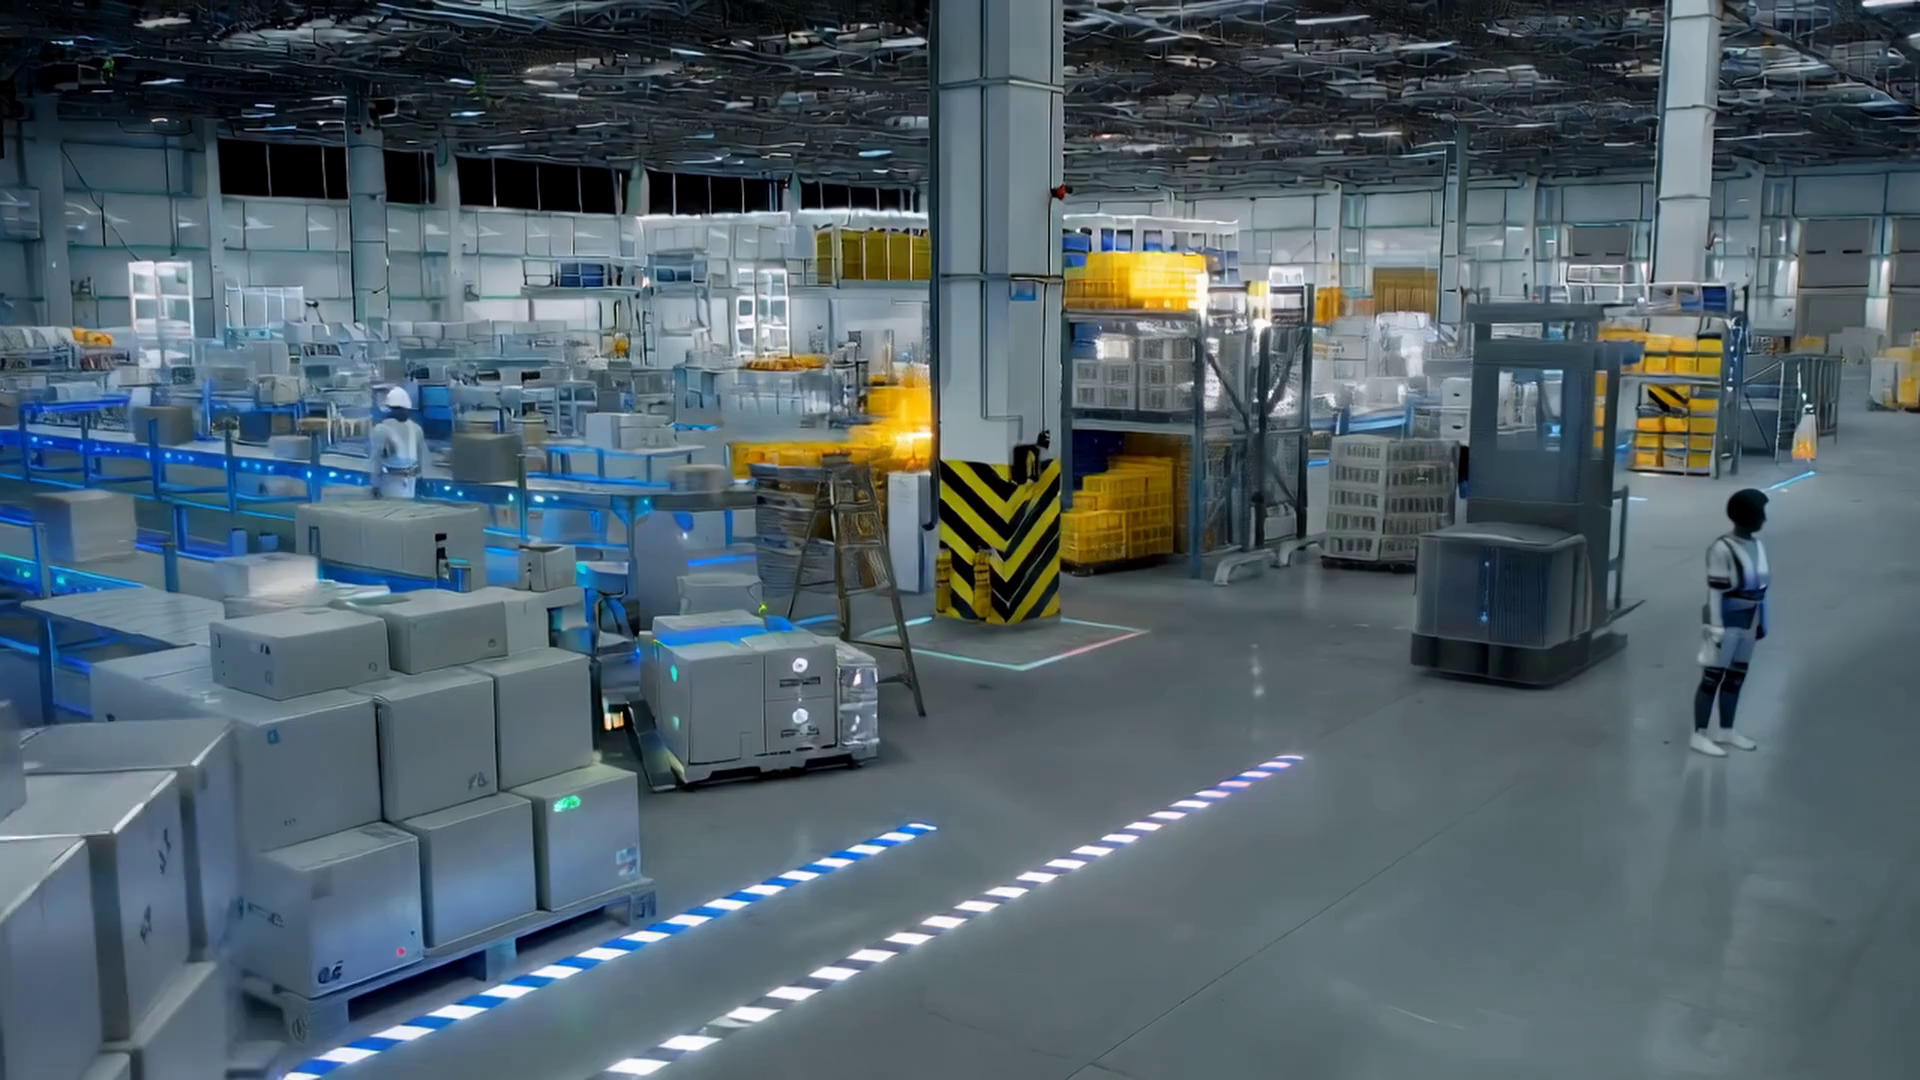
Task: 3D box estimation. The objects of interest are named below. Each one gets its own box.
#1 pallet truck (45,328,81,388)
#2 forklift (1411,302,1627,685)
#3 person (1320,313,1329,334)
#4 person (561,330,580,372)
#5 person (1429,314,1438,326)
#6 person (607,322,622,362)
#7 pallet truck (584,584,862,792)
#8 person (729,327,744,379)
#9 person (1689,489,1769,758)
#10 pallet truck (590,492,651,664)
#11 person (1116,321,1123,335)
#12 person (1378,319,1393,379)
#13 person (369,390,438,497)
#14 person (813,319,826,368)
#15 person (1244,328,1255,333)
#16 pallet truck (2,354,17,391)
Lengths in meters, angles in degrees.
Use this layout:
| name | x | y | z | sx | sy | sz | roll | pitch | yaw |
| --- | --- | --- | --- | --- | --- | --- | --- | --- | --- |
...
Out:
| name | x | y | z | sx | sy | sz | roll | pitch | yaw |
| --- | --- | --- | --- | --- | --- | --- | --- | --- | --- |
| pallet truck | -23.775 | -4.544 | 43.495 | 1.885 | 1.965 | 0.823 | 6 | 10 | 35 |
| forklift | 4.379 | -0.438 | 12.852 | 1.129 | 2.768 | 1.873 | 7 | 11 | 37 |
| person | 18.043 | -10.327 | 82.755 | 0.611 | 1.920 | 0.864 | -6 | 10 | -33 |
| person | -11.289 | -5.166 | 48.259 | 0.536 | 1.836 | 0.934 | -2 | 9 | -13 |
| person | 22.450 | -9.735 | 78.762 | 0.586 | 1.916 | 0.391 | -5 | 10 | -29 |
| person | -12.461 | -6.923 | 59.942 | 0.581 | 1.880 | 0.479 | -7 | 11 | -39 |
| pallet truck | -1.426 | 0.805 | 10.019 | 1.601 | 1.201 | 0.680 | -4 | 9 | -26 |
| person | -7.519 | -6.291 | 56.077 | 0.526 | 1.761 | 0.333 | 1 | 8 | 5 |
| person | 4.847 | 0.517 | 10.416 | 0.535 | 1.694 | 0.321 | -5 | 10 | -31 |
| pallet truck | -3.115 | 0.344 | 12.883 | 0.653 | 1.274 | 1.630 | 7 | 11 | 37 |
| person | 5.598 | -6.742 | 58.496 | 0.347 | 1.943 | 0.545 | 5 | 10 | 30 |
| person | 14.368 | -6.485 | 56.433 | 0.614 | 2.039 | 0.396 | -5 | 10 | -28 |
| person | -5.787 | -0.616 | 17.332 | 0.996 | 1.890 | 0.623 | 5 | 10 | 32 |
| person | -5.465 | -7.640 | 64.662 | 0.464 | 1.908 | 0.583 | 6 | 10 | 34 |
| person | 10.609 | -7.043 | 60.767 | 0.981 | 1.882 | 0.661 | 6 | 11 | 36 |
| pallet truck | -24.881 | -4.417 | 42.634 | 1.885 | 1.965 | 0.823 | 8 | 11 | 41 |
